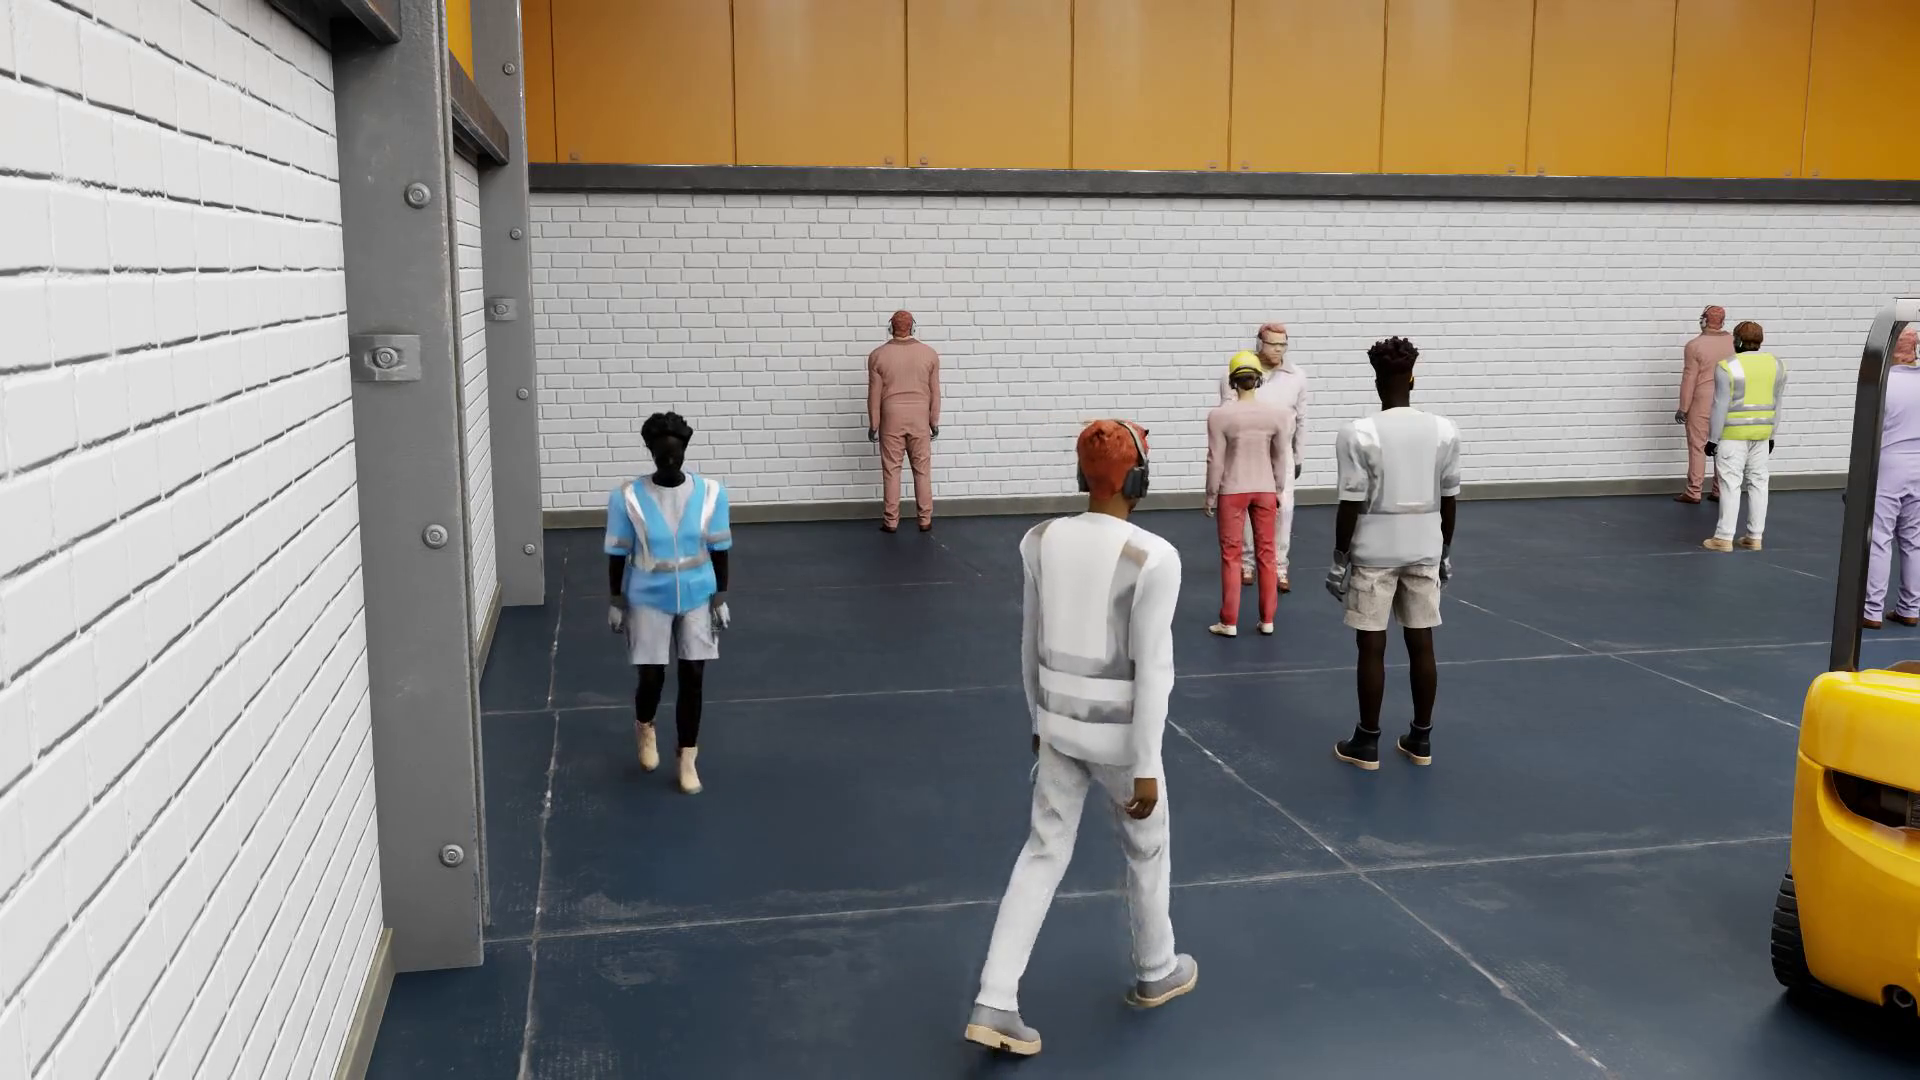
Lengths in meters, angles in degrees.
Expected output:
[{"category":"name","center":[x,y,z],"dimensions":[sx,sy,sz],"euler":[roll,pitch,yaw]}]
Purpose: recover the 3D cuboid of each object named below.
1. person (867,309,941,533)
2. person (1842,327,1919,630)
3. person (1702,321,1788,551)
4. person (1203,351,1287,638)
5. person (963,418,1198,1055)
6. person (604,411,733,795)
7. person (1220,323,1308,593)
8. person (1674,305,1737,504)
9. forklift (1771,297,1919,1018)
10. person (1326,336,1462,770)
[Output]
[{"category":"person","center":[-0.483,-1.009,14.232],"dimensions":[0.636,1.911,0.406],"euler":[-2,10,-11]},{"category":"person","center":[5.852,-0.386,10.458],"dimensions":[0.636,1.902,0.406],"euler":[-2,10,-11]},{"category":"person","center":[6.252,-0.826,13.315],"dimensions":[0.619,1.845,0.430],"euler":[-2,10,-11]},{"category":"person","center":[1.744,-0.274,10.211],"dimensions":[0.523,1.760,0.327],"euler":[-2,10,-11]},{"category":"person","center":[0.364,0.567,4.844],"dimensions":[0.580,1.843,0.967],"euler":[8,12,40]},{"category":"person","center":[-1.249,0.268,7.171],"dimensions":[0.542,1.674,0.441],"euler":[-3,10,-19]},{"category":"person","center":[2.132,-0.573,11.668],"dimensions":[0.659,1.875,0.784],"euler":[0,9,1]},{"category":"person","center":[7.175,-1.296,15.981],"dimensions":[0.636,1.911,0.406],"euler":[-2,10,-11]},{"category":"forklift","center":[3.542,0.334,5.177],"dimensions":[2.313,2.155,1.214],"euler":[-9,13,-43]},{"category":"person","center":[1.954,0.065,7.531],"dimensions":[0.600,1.958,0.378],"euler":[-2,10,-11]}]
